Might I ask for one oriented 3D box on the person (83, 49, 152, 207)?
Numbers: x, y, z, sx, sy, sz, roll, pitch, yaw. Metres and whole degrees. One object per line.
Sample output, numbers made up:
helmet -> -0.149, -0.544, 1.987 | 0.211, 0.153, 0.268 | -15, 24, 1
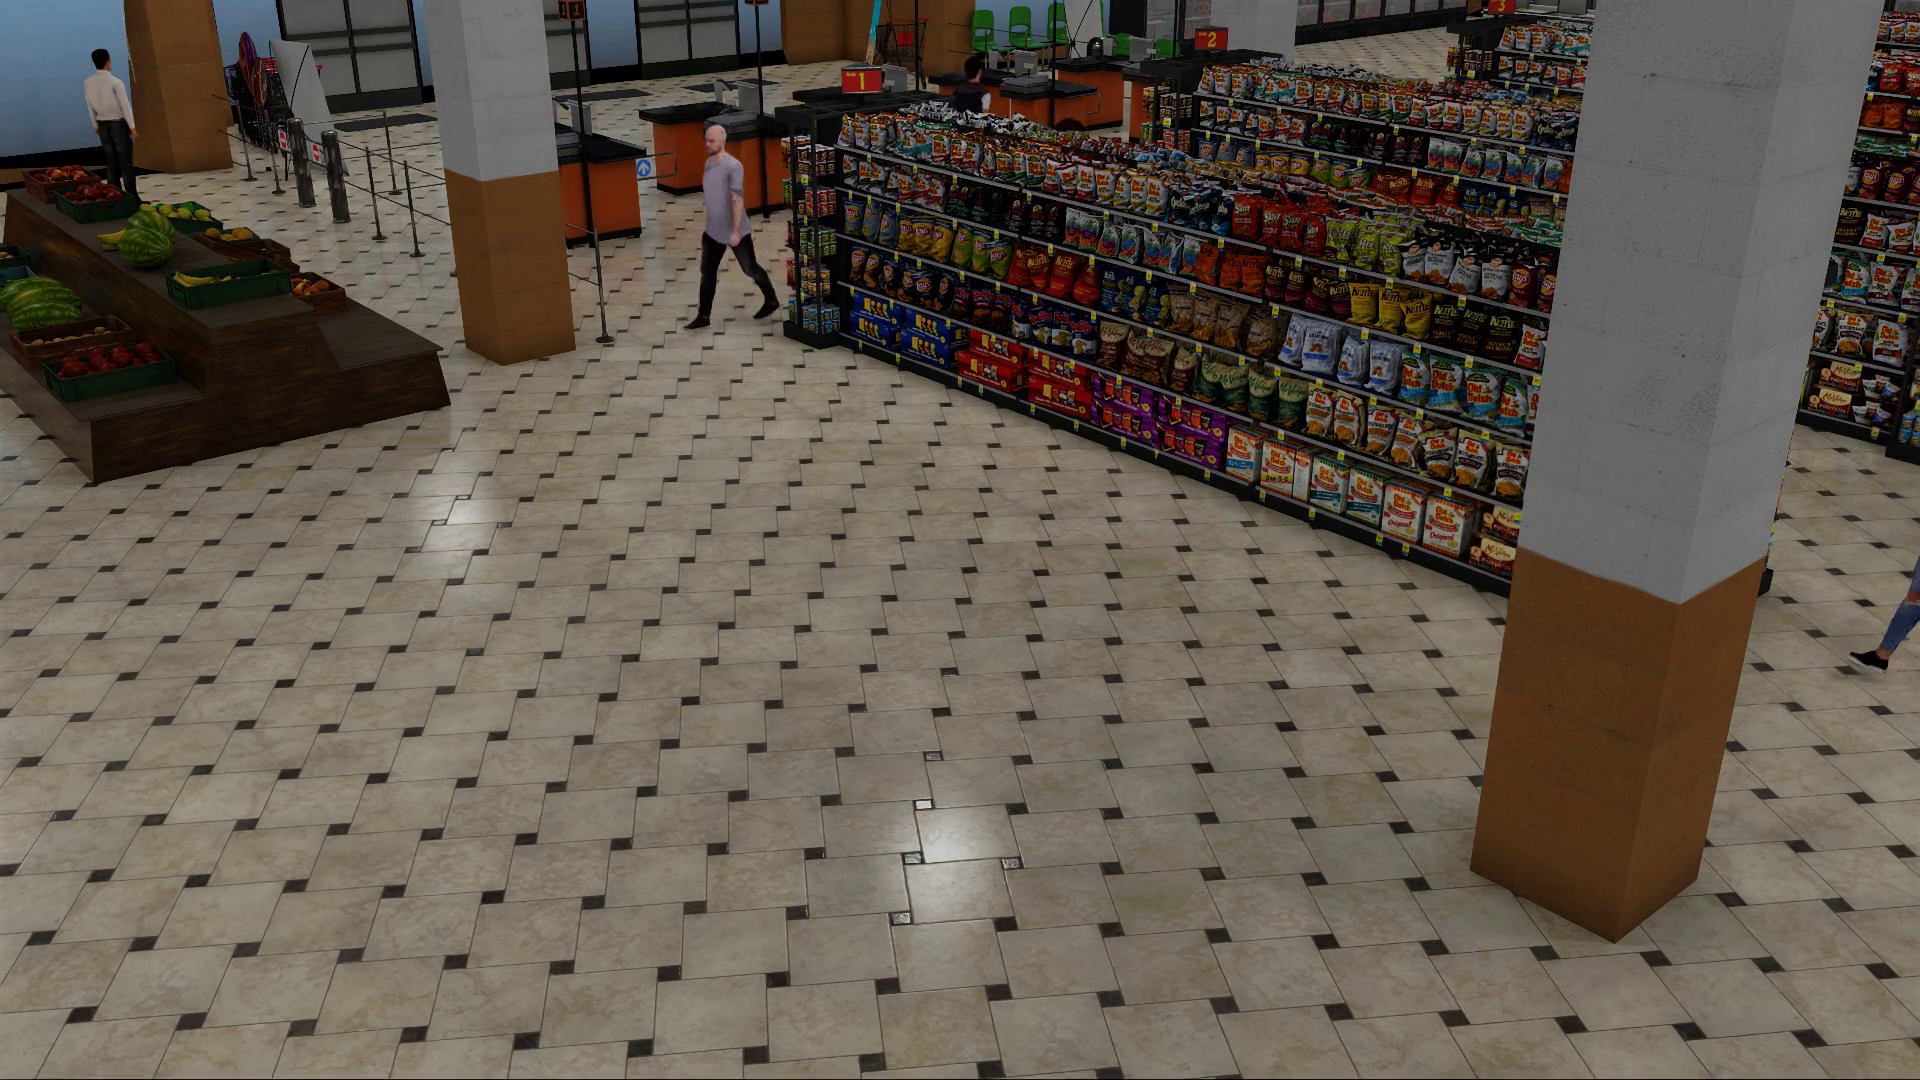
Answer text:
person -> -9.828, -4.765, 19.301 | 0.710, 1.809, 0.792 | 4, 24, 8

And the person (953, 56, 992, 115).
person -> 0.090, -4.363, 18.390 | 1.234, 1.803, 1.024 | 13, 27, 27

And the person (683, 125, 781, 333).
person -> -1.979, -2.748, 14.717 | 0.824, 1.789, 1.153 | -22, 32, -40
